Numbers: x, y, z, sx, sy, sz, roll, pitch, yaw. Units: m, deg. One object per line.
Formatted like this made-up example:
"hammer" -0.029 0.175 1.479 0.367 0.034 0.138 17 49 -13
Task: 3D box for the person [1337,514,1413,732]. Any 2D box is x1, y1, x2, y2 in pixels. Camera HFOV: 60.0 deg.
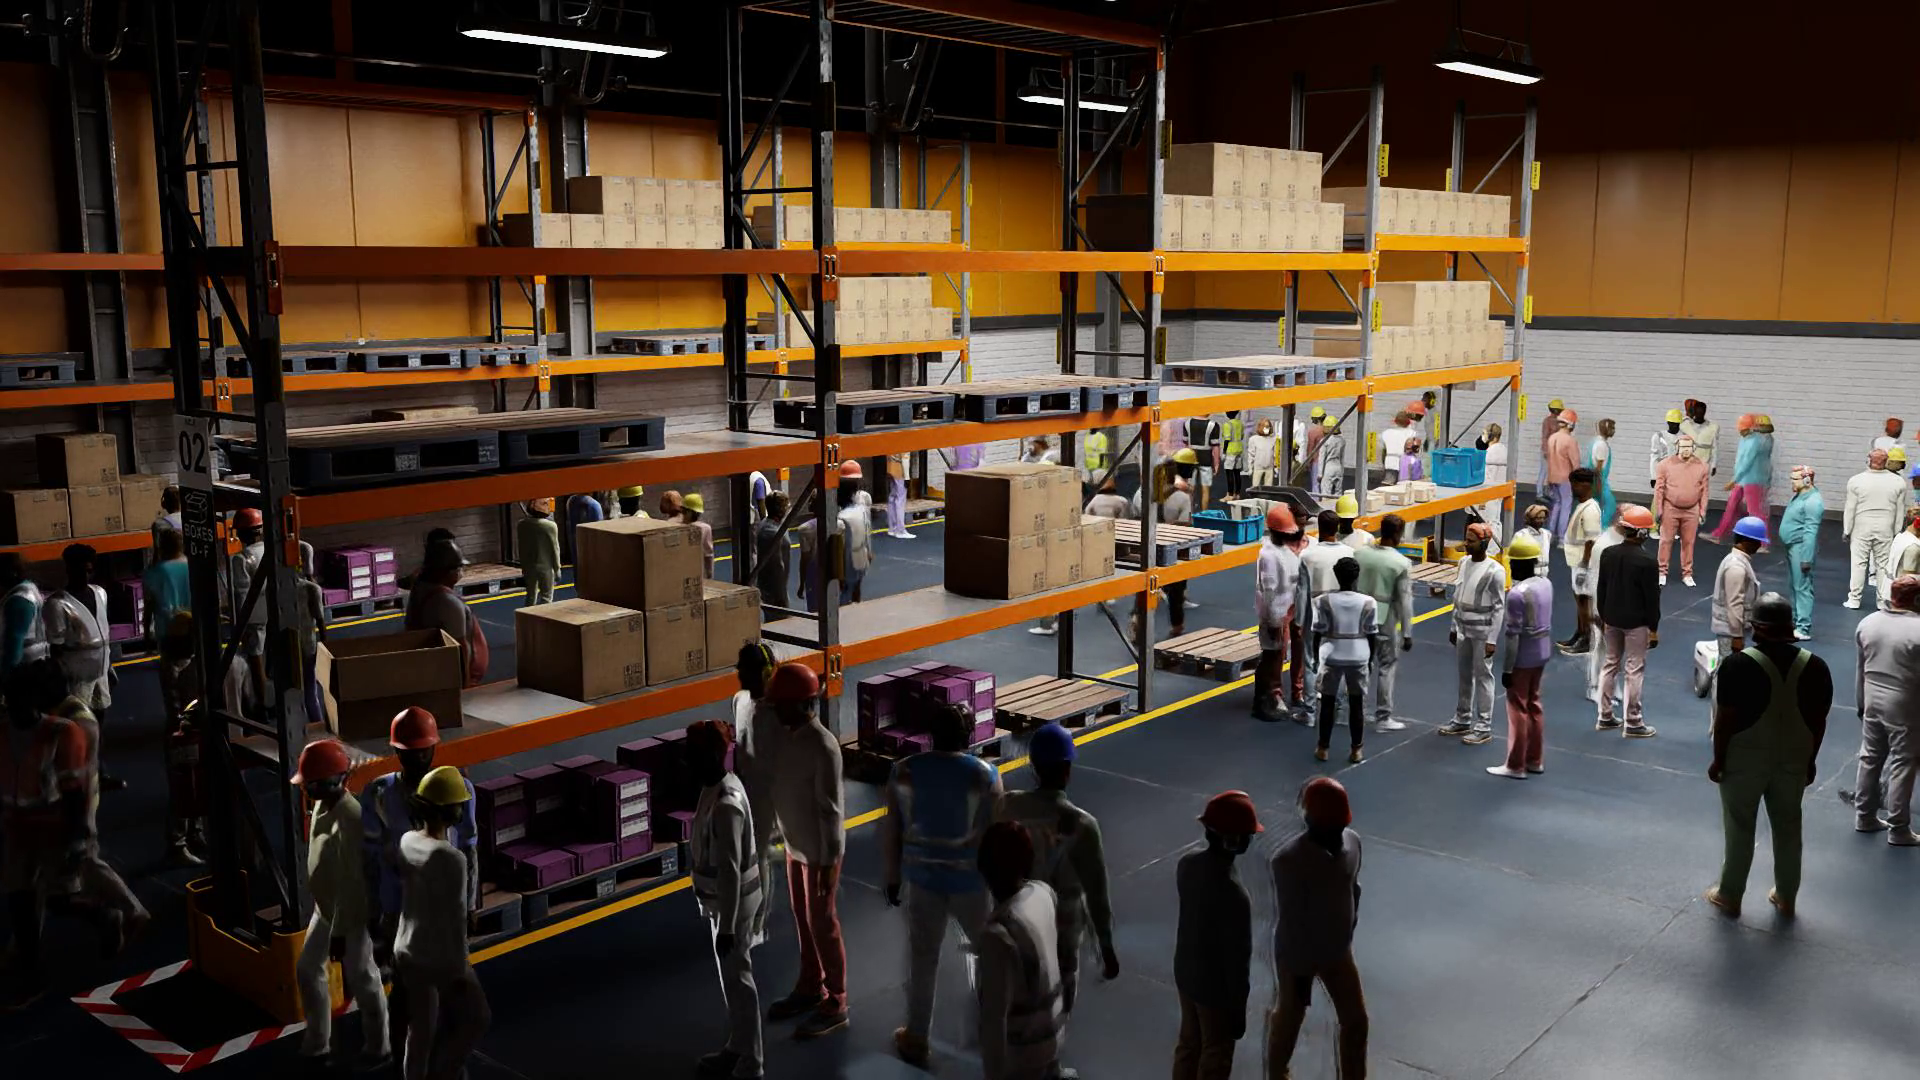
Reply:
"person" 3.608 0.723 14.390 0.478 1.899 0.669 -8 13 -40

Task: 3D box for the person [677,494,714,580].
"person" -2.814 0.359 17.093 0.536 1.727 0.859 -5 11 -26

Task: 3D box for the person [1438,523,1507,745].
"person" 4.351 0.784 14.074 0.353 1.883 0.573 -4 10 -21

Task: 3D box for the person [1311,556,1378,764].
"person" 3.111 0.975 13.503 0.537 1.692 0.319 1 10 7

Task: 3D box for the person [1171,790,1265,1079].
"person" 1.165 1.965 7.453 0.362 1.743 0.558 -3 10 -18

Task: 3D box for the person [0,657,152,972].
"person" -5.238 1.555 9.701 0.639 1.822 0.776 6 11 34

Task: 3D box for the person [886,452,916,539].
"person" -0.889 -0.983 24.480 0.362 1.930 0.588 -5 11 -27

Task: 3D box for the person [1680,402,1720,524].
"person" 11.467 -1.205 25.890 0.587 1.909 0.393 5 11 29

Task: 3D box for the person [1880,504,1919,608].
"person" 8.785 0.574 15.479 0.394 1.836 0.561 4 10 22

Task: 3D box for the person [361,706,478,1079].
"person" -2.622 1.754 8.108 0.545 1.942 0.352 -2 10 -12

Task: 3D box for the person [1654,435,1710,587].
"person" 9.049 -0.365 20.868 0.641 1.908 0.407 2 10 11

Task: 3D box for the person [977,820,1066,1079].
"person" 0.238 2.030 6.662 0.376 1.871 0.694 3 10 20

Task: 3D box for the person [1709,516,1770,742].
"person" 6.564 0.759 14.061 0.405 1.939 0.602 4 10 24

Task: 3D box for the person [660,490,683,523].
"person" -3.052 0.281 17.818 0.281 1.634 0.498 2 10 12

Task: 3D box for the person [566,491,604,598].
"person" -3.783 0.202 17.076 0.384 2.039 0.616 -8 12 -40

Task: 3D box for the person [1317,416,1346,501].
"person" 5.623 -1.017 25.266 0.485 1.736 0.322 -5 11 -28

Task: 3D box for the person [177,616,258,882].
"person" -4.823 1.361 10.776 0.359 1.842 0.514 4 10 22

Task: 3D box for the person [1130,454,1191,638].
"person" 2.164 0.051 17.981 0.675 2.000 0.919 5 11 28

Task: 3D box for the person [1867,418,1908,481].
"person" 13.090 -0.793 23.509 0.381 1.873 0.596 -4 10 -24

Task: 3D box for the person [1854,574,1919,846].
"person" 6.588 1.180 11.679 0.400 1.901 0.647 -3 10 -19

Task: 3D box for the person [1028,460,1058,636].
"person" 0.983 0.084 18.179 0.405 1.916 0.599 7 12 38

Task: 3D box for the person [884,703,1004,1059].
"person" -0.039 1.740 8.597 0.707 1.818 0.582 2 10 13

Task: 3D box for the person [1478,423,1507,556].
"person" 7.048 -0.588 22.101 0.372 1.940 0.631 6 11 31

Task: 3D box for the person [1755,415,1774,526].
"person" 12.270 -1.054 25.487 0.321 1.736 0.485 8 12 40

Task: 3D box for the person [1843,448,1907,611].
"person" 10.646 -0.122 19.413 0.639 1.908 0.409 3 10 15

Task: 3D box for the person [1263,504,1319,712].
"person" 2.993 0.606 15.079 0.593 1.909 0.407 -4 10 -24

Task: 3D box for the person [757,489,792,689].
"person" -1.735 0.483 15.702 0.357 1.938 0.638 -2 10 -12

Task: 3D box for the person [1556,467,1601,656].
"person" 6.426 0.219 17.218 0.379 1.959 0.602 3 10 15

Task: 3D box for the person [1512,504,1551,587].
"person" 5.766 0.447 16.820 0.523 1.636 0.311 -6 11 -31

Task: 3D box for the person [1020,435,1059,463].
"person" 0.983 -0.515 21.362 1.046 2.000 0.692 -7 12 -35

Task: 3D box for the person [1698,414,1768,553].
"person" 11.006 -0.816 23.481 0.855 1.940 0.726 2 10 13

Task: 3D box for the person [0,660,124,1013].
"person" -5.018 1.578 9.167 0.618 1.938 0.679 2 10 9

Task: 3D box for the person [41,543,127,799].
"person" -6.637 0.988 12.612 0.361 1.962 0.613 2 10 10

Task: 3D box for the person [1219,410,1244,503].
"person" 4.588 -1.471 28.091 0.319 1.697 0.532 8 12 40

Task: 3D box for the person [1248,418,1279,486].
"person" 4.753 -1.098 26.077 0.501 1.627 0.281 -1 10 -9

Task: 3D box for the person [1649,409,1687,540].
"person" 10.395 -0.960 24.356 0.591 1.926 0.386 -2 10 -11

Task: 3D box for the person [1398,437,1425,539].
"person" 6.266 -0.617 23.160 0.309 1.641 0.515 -3 10 -17

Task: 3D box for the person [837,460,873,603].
"person" -1.184 0.094 18.028 0.542 1.939 0.369 -6 11 -31

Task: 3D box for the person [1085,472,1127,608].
"person" 1.703 0.014 19.517 0.501 1.609 0.682 1 10 7

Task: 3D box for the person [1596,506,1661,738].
"person" 5.743 0.696 14.265 0.381 1.994 0.622 -5 11 -27

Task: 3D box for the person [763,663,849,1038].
"person" -0.817 1.619 8.794 0.414 1.985 0.635 -5 11 -29
